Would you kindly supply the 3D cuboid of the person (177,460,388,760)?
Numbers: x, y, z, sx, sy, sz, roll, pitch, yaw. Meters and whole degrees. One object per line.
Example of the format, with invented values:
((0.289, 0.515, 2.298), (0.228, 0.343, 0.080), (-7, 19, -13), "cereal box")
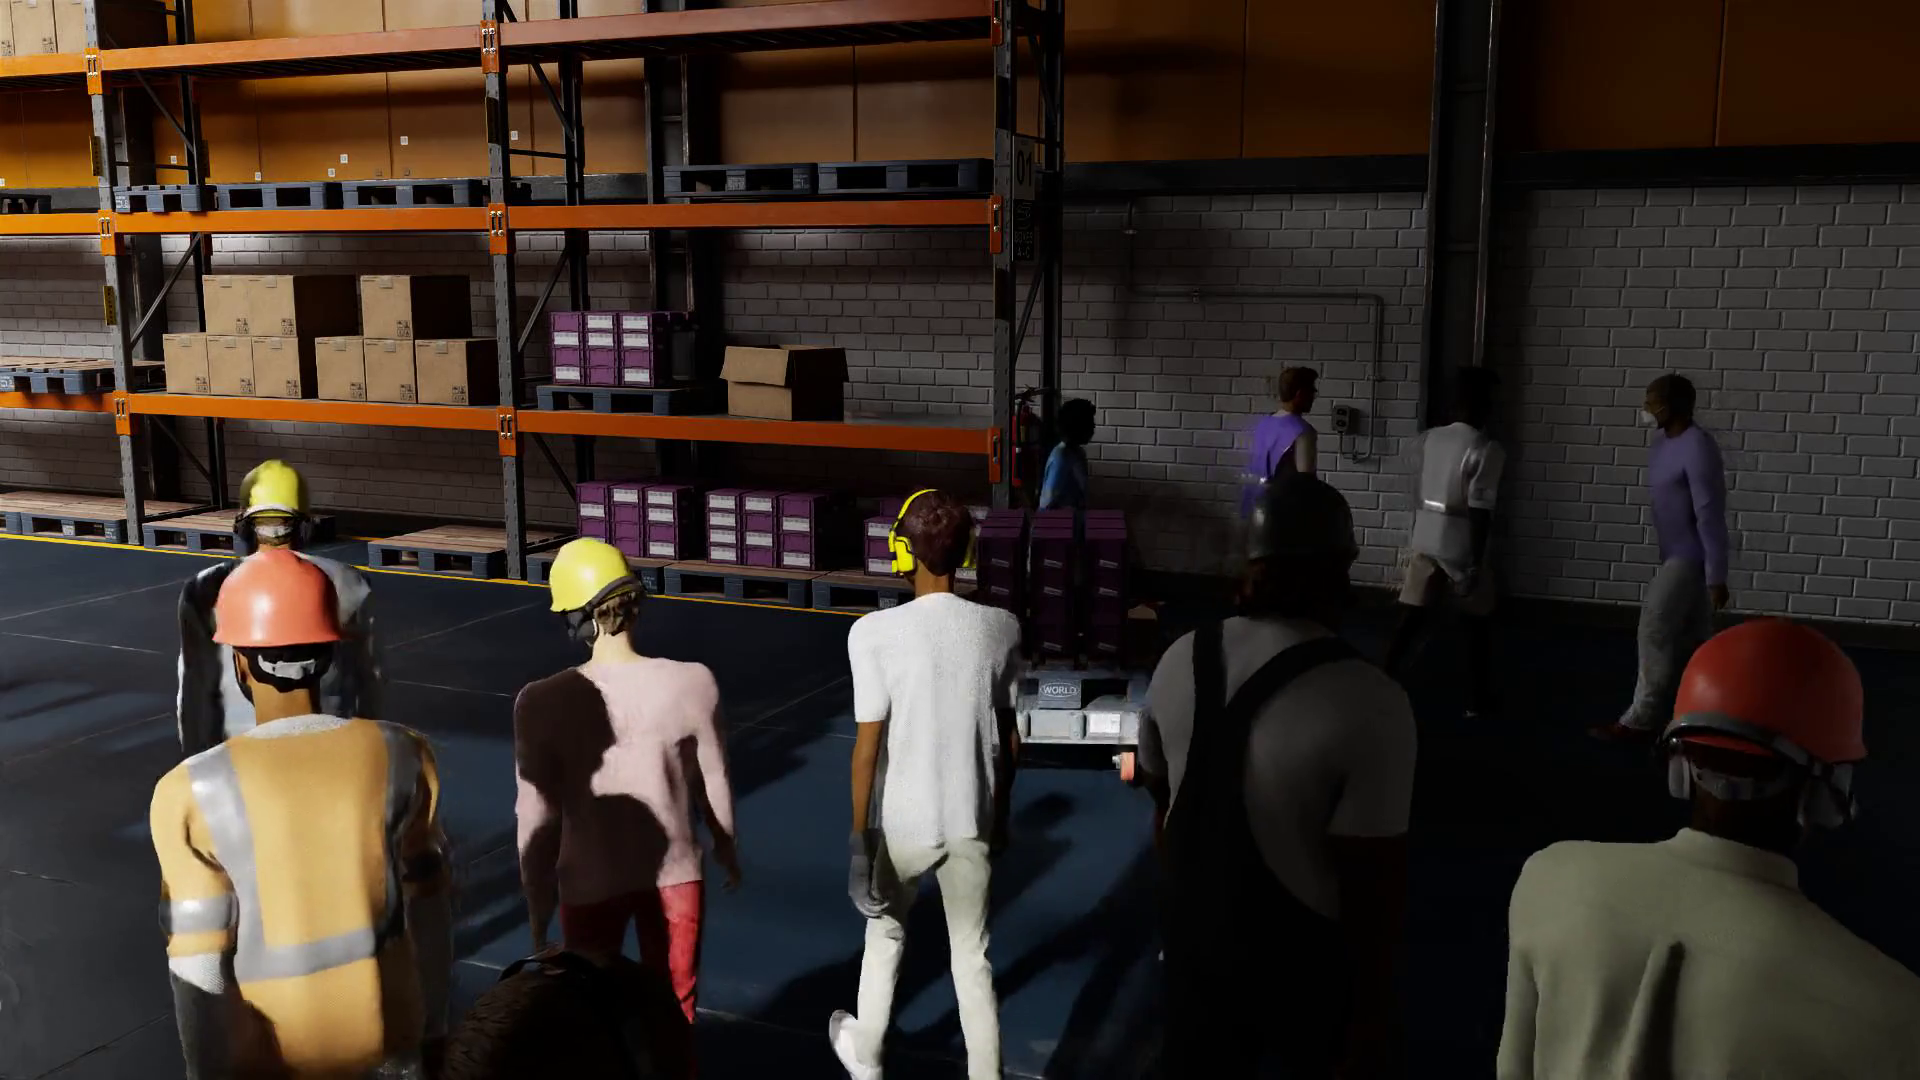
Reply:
((-2.166, 0.641, 5.354), (0.620, 1.796, 0.791), (-4, 10, -25), "person")

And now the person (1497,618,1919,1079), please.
((0.918, 1.093, 2.253), (0.759, 1.955, 0.634), (-8, 12, -39), "person")

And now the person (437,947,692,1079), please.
((-0.322, 1.253, 1.551), (0.521, 1.844, 0.331), (4, 10, 22), "person")

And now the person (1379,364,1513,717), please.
((2.500, 0.045, 8.646), (1.004, 1.918, 0.625), (-6, 11, -32), "person")

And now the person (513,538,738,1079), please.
((-0.841, 0.854, 4.270), (0.563, 1.733, 0.643), (-2, 10, -13), "person")

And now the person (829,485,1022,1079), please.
((-0.105, 0.760, 4.568), (0.532, 1.826, 0.934), (-3, 10, -18), "person")

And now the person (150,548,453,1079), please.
((-1.206, 0.965, 3.196), (0.554, 1.884, 1.031), (-7, 12, -37), "person")

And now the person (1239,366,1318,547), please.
((1.890, -0.088, 9.653), (0.585, 1.826, 0.562), (-2, 10, -12), "person")

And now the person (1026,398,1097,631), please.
((0.609, -0.025, 9.826), (0.853, 1.640, 0.589), (2, 10, 10), "person")

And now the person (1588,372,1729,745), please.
((3.717, 0.109, 8.301), (0.927, 1.896, 0.672), (2, 10, 9), "person")
